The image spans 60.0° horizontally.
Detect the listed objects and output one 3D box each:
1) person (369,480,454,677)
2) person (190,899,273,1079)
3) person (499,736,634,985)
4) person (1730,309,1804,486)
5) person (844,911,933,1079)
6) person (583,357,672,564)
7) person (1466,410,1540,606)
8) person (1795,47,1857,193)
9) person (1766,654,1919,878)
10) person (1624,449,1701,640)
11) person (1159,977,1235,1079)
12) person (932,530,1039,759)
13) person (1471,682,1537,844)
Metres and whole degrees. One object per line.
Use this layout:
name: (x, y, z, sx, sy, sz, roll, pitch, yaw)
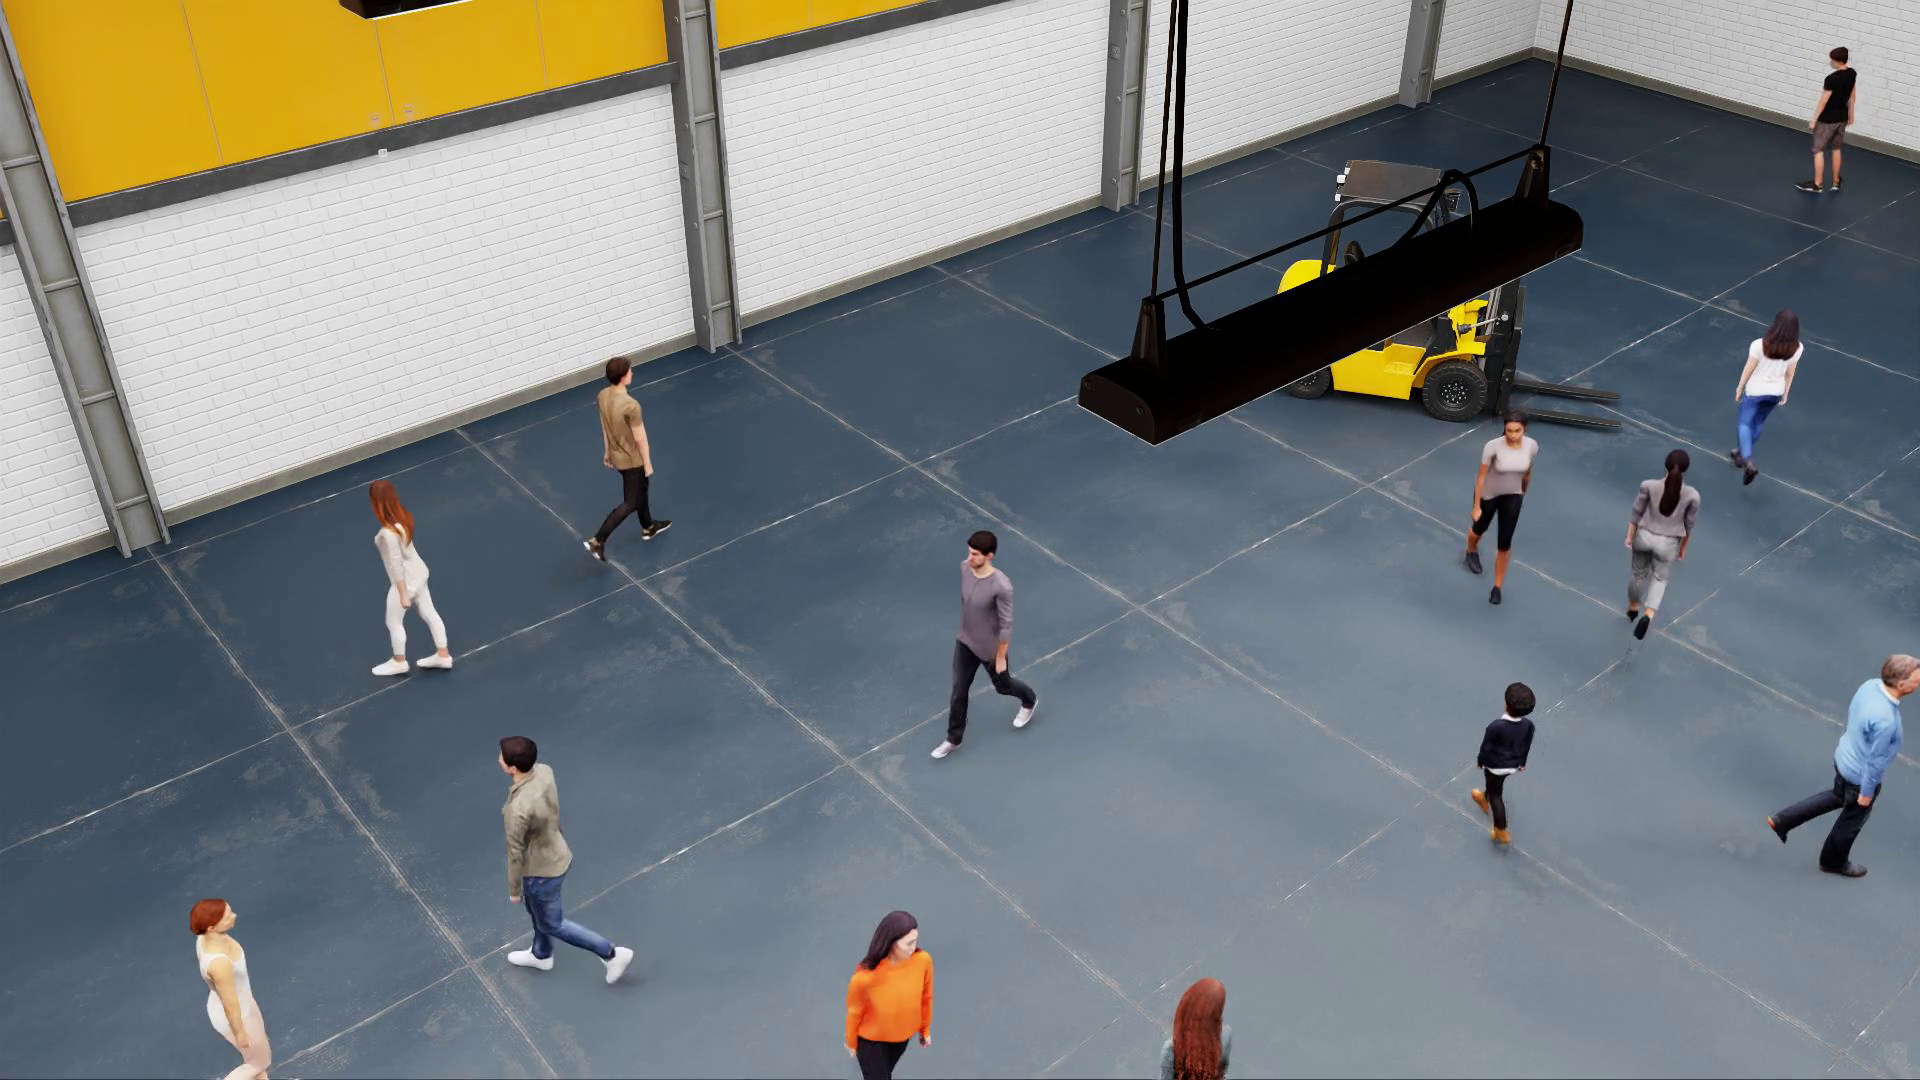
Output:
person: (-4.109, 0.304, 12.651, 0.950, 1.690, 0.873, 0, 34, 0)
person: (-4.096, 2.639, 9.193, 0.813, 1.628, 0.613, -20, 38, -27)
person: (-2.426, 1.975, 10.003, 1.204, 1.838, 1.163, 2, 34, 3)
person: (7.268, -1.263, 15.033, 1.009, 1.662, 1.081, 4, 34, 6)
person: (-0.458, 2.664, 9.071, 0.633, 1.722, 0.743, -13, 36, -18)
person: (-2.863, -0.639, 13.954, 1.158, 1.817, 0.654, -27, 42, -34)
person: (4.417, -0.384, 13.675, 1.093, 1.702, 1.141, -1, 34, -1)
person: (11.036, -5.271, 20.921, 0.684, 1.821, 0.986, -7, 34, -11)
person: (5.778, 1.450, 10.827, 1.021, 1.801, 0.996, 7, 34, 11)
person: (5.441, 0.068, 13.033, 0.846, 1.660, 1.011, 14, 36, 20)
person: (1.174, 3.013, 8.563, 0.697, 1.703, 0.820, -19, 38, -26)
person: (0.249, 0.701, 11.939, 1.191, 1.816, 0.739, -29, 43, -36)
person: (3.704, 1.512, 11.268, 0.845, 1.209, 0.799, -7, 34, -11)
